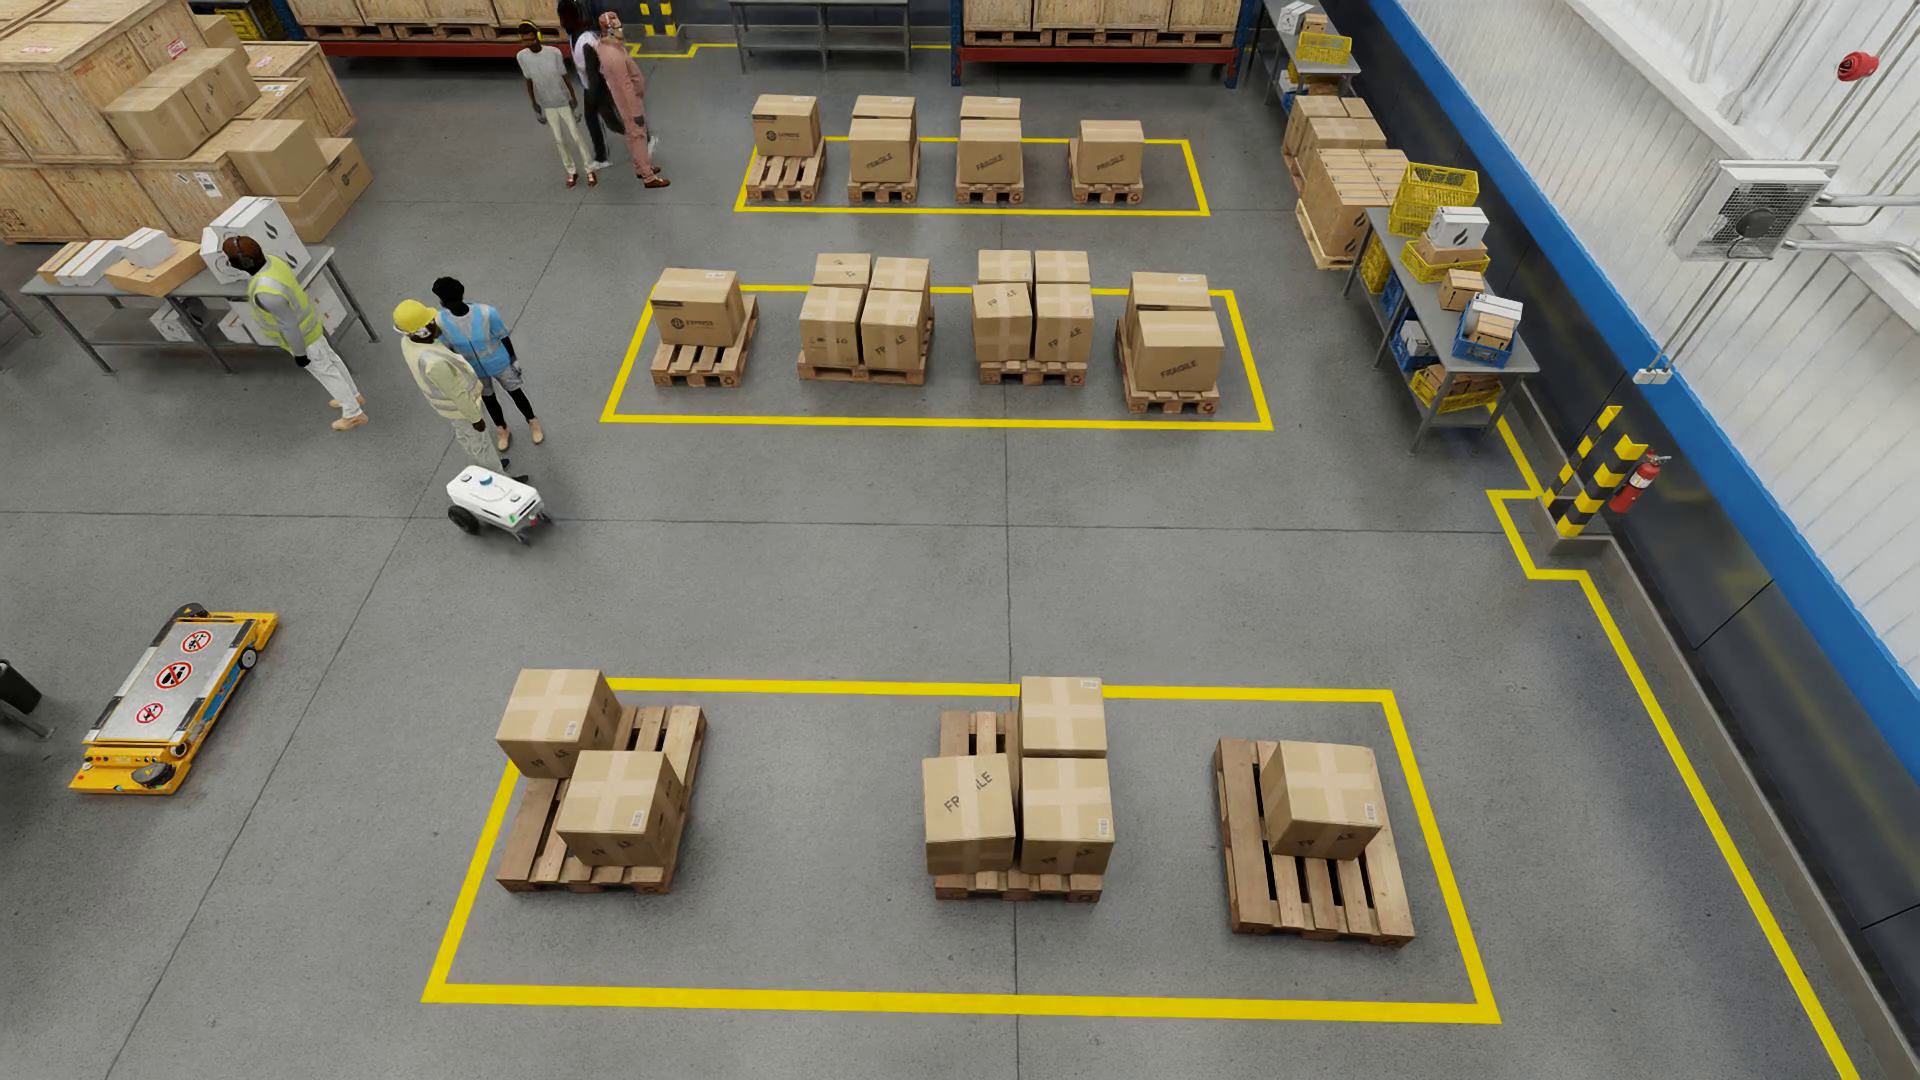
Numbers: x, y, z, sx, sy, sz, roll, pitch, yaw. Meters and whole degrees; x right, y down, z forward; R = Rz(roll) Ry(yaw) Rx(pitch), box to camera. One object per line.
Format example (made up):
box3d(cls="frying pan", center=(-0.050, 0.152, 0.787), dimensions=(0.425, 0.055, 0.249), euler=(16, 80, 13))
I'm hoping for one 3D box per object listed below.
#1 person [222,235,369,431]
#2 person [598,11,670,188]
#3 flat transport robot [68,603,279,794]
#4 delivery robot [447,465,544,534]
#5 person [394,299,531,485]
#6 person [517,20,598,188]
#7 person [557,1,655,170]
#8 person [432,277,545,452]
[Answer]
box3d(cls="person", center=(-5.638, -1.752, 7.810), dimensions=(0.429, 1.844, 0.627), euler=(-20, 53, -16))
box3d(cls="person", center=(-3.783, -5.041, 10.550), dimensions=(0.409, 1.907, 0.651), euler=(-23, 54, -18))
box3d(cls="flat transport robot", center=(-5.504, 1.072, 6.442), dimensions=(0.652, 0.197, 1.431), euler=(1, 50, 1))
box3d(cls="delivery robot", center=(-3.748, -0.346, 7.396), dimensions=(0.707, 0.478, 0.477), euler=(20, 52, 16))
box3d(cls="person", center=(-3.969, -1.110, 7.269), dimensions=(0.592, 1.837, 0.404), euler=(36, 58, 26))
box3d(cls="person", center=(-4.640, -4.975, 10.533), dimensions=(0.521, 1.854, 0.349), euler=(-8, 50, -6))
box3d(cls="person", center=(-4.239, -5.355, 10.830), dimensions=(0.858, 1.889, 0.605), euler=(-28, 55, -22))
box3d(cls="person", center=(-3.949, -1.453, 7.650), dimensions=(0.542, 1.695, 0.316), euler=(-13, 51, -11))
